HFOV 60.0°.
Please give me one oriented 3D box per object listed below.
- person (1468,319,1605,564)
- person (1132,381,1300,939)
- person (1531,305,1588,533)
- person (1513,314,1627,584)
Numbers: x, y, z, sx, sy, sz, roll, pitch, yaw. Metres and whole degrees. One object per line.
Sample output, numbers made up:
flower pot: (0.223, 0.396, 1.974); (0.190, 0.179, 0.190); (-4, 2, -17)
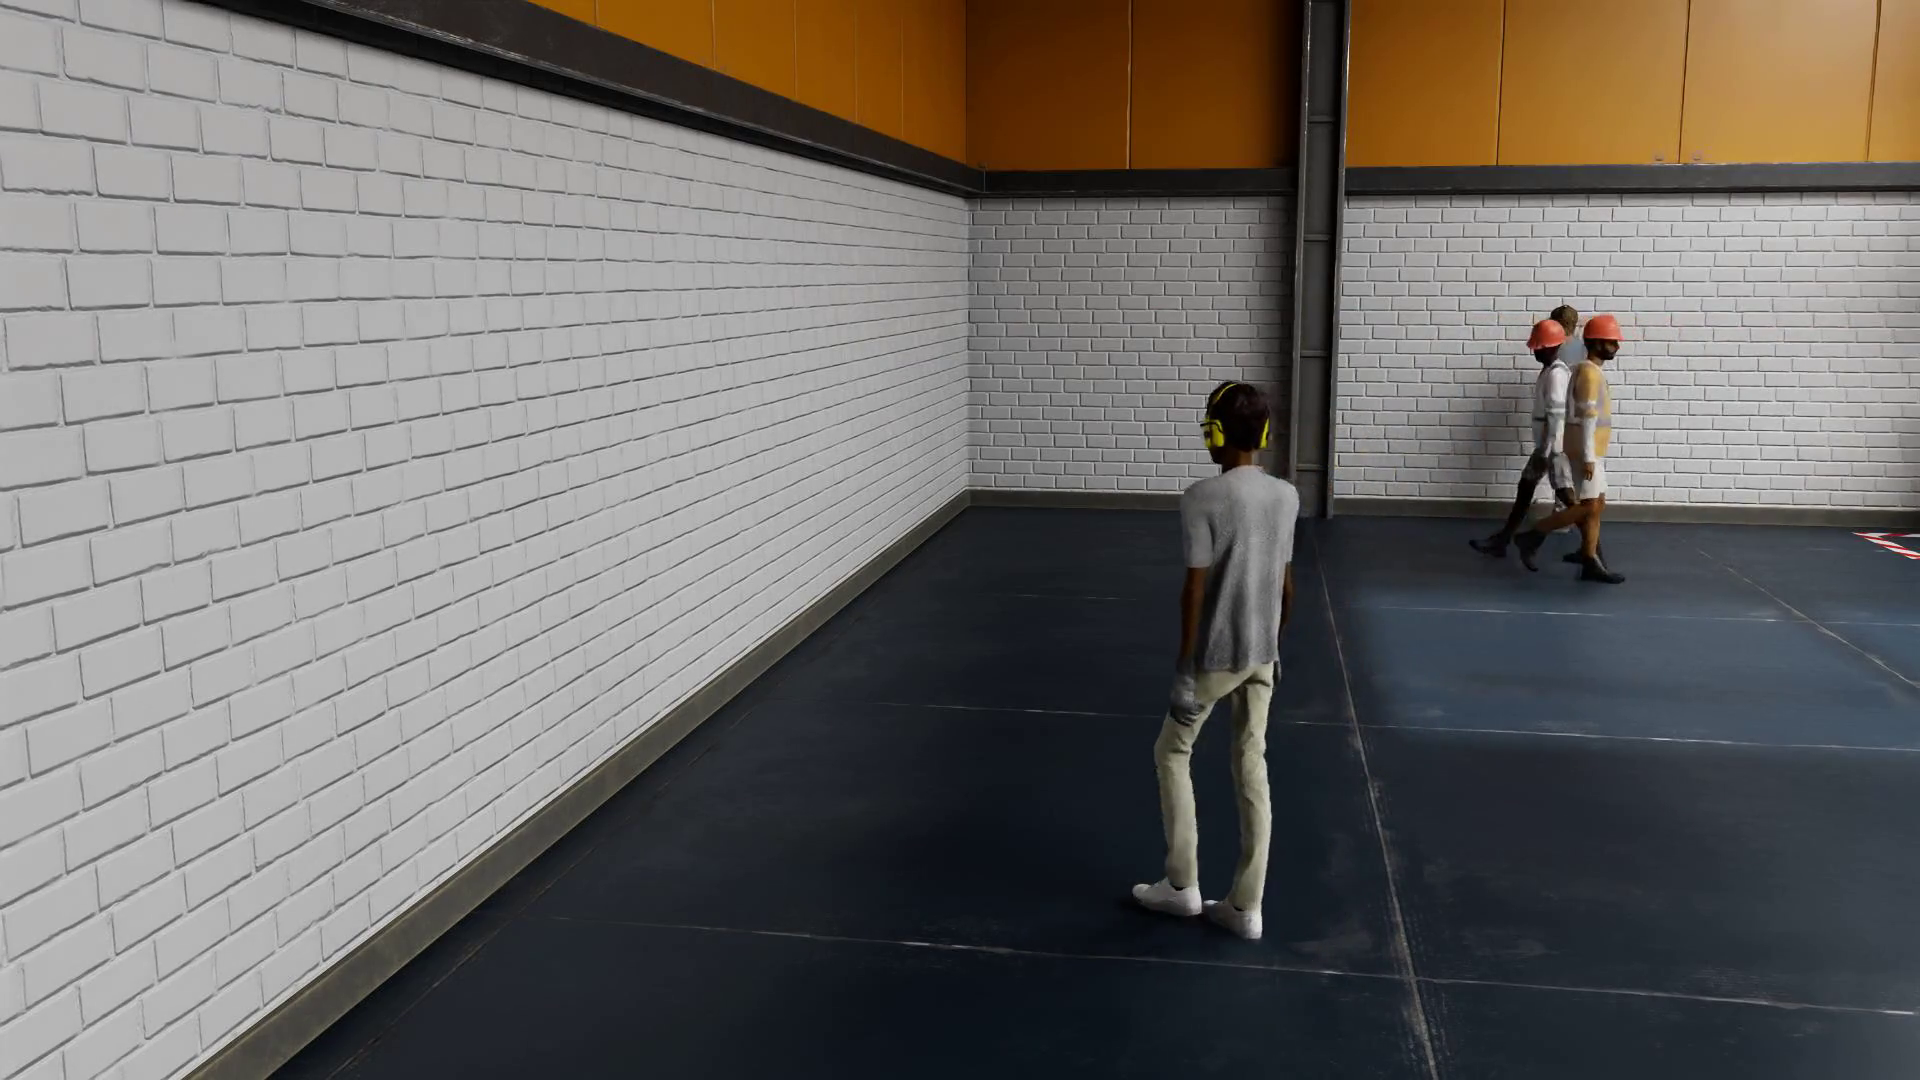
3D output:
person: (4.463, -0.741, 12.647); (1.006, 1.865, 0.584); (3, 10, 16)
person: (0.856, 0.392, 5.627); (0.576, 1.849, 0.639); (-5, 11, -30)
person: (5.132, -1.030, 14.188); (0.379, 1.940, 0.629); (7, 11, 36)
person: (4.398, -0.642, 11.841); (0.675, 1.921, 0.565); (4, 10, 25)
